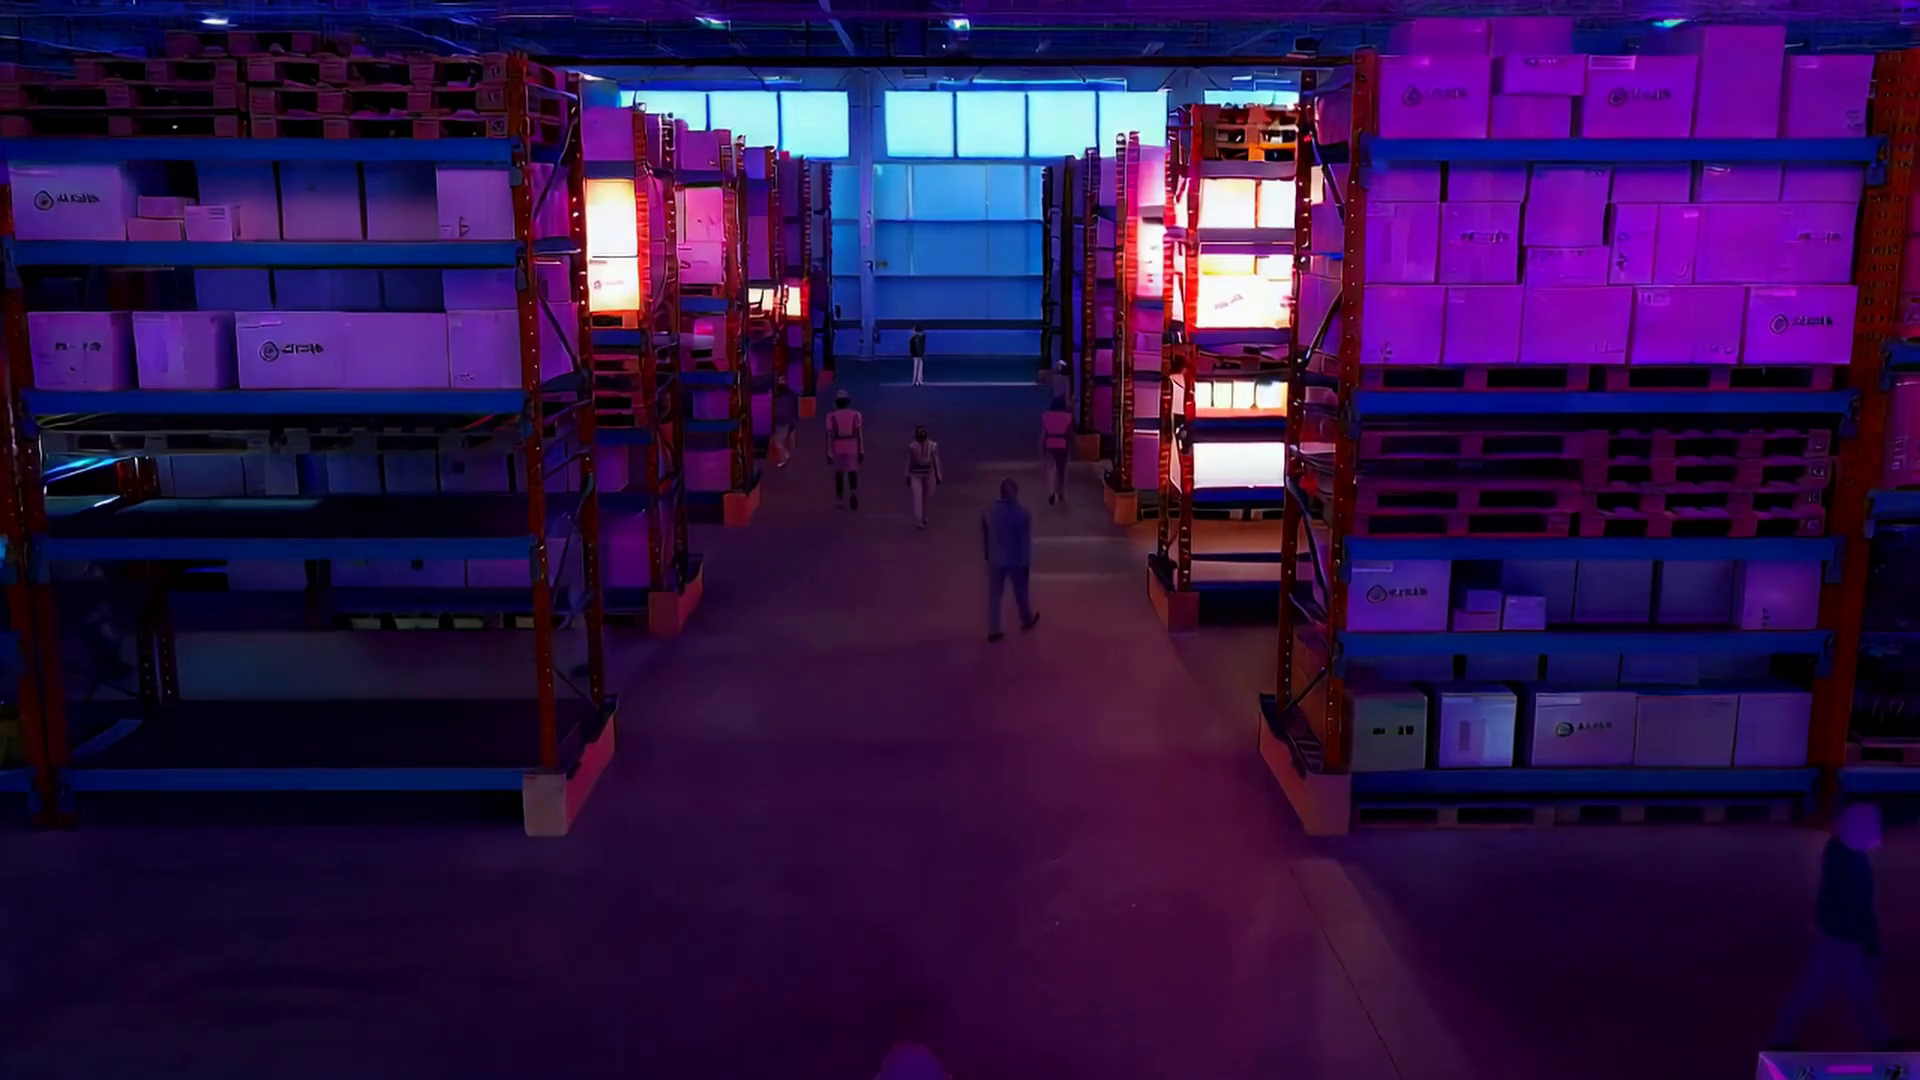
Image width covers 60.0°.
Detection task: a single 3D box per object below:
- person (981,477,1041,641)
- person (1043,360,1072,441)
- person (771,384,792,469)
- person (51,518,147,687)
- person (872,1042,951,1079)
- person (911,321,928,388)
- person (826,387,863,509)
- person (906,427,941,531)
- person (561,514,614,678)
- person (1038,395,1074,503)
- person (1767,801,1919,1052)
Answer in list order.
[{"bbox_3d":[0.591,0.194,19.263,0.678,1.856,0.967,6,13,27],"label":"person"},{"bbox_3d":[2.091,-2.929,35.046,0.611,1.738,0.535,-9,14,-37],"label":"person"},{"bbox_3d":[-3.379,-2.148,31.515,0.323,1.612,0.526,7,13,31],"label":"person"},{"bbox_3d":[-9.047,0.610,17.236,1.016,1.846,0.663,-4,12,-18],"label":"person"},{"bbox_3d":[-0.234,2.809,6.484,0.916,1.783,0.610,0,11,0],"label":"person"},{"bbox_3d":[-1.092,-5.072,45.449,0.429,1.837,0.622,-7,13,-31],"label":"person"},{"bbox_3d":[-1.869,-1.467,27.111,0.628,2.021,0.687,-2,12,-11],"label":"person"},{"bbox_3d":[-0.572,-0.965,25.694,0.518,1.590,0.859,-2,12,-12],"label":"person"},{"bbox_3d":[-3.980,0.518,17.504,0.654,1.921,0.439,9,15,39],"label":"person"},{"bbox_3d":[1.616,-1.539,28.028,0.585,1.803,0.961,0,11,0],"label":"person"},{"bbox_3d":[5.161,2.280,9.622,0.865,1.585,0.526,3,12,13],"label":"person"}]
